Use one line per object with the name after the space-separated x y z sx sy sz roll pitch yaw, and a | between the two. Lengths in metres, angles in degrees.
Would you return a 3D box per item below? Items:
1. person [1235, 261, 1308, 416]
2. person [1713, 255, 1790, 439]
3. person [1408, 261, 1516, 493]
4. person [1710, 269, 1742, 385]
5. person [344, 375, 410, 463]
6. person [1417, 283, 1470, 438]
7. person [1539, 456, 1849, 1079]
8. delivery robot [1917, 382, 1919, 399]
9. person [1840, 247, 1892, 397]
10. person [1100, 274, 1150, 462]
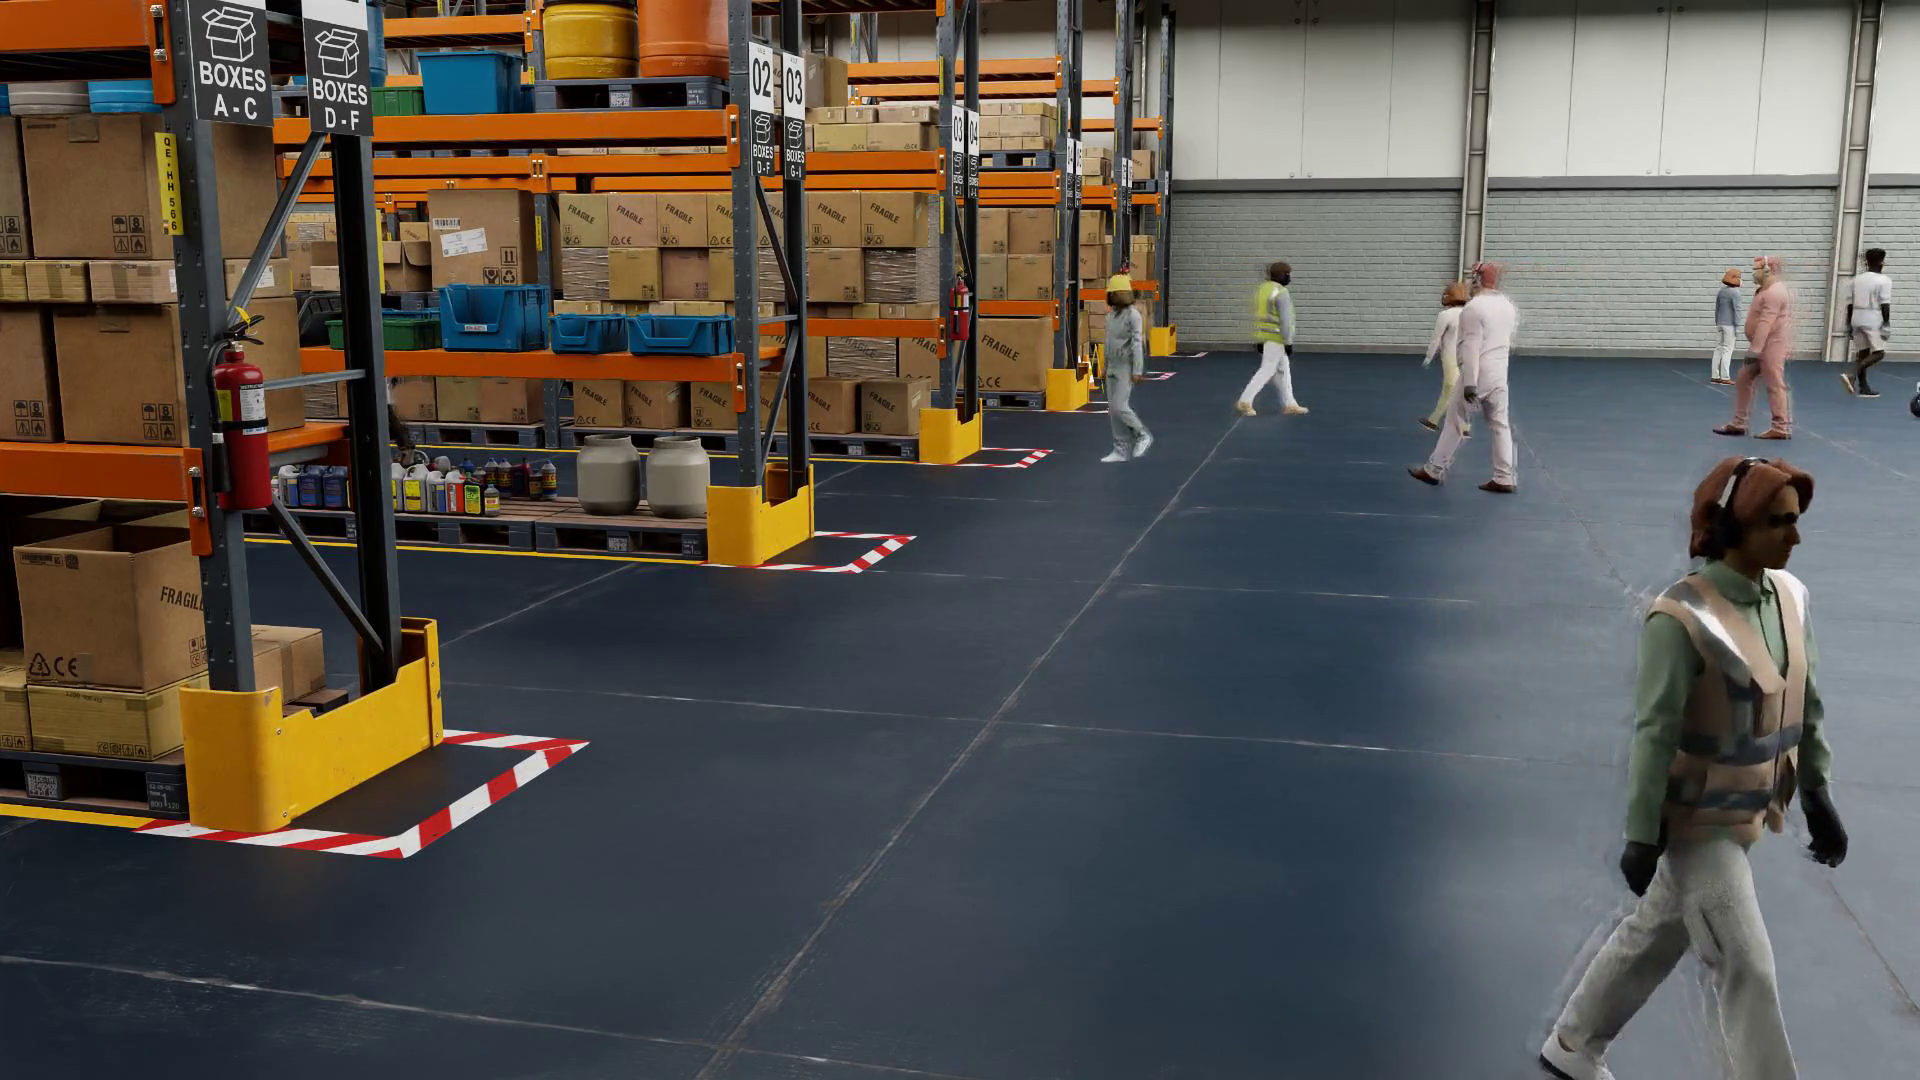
3.639 -2.346 19.414 0.943 1.805 0.642 -2 10 -11 | person
8.188 -1.972 17.122 0.798 1.877 0.660 2 11 14 | person
4.181 -1.339 13.640 0.664 1.856 0.975 -8 13 -37 | person
10.894 -3.015 23.574 0.280 1.631 0.507 -1 10 -7 | person
-5.377 -1.494 15.070 0.875 1.644 0.553 2 10 9 | person
5.072 -1.876 17.377 0.503 1.594 0.830 -7 13 -35 | person
1.651 0.604 3.629 0.528 1.597 0.862 -8 13 -37 | person
11.301 -1.679 18.900 0.707 0.478 0.477 1 10 9 | delivery robot
11.704 -2.799 21.483 0.635 1.953 0.623 -3 11 -16 | person
1.486 -1.563 15.264 0.407 1.730 0.504 -6 12 -29 | person
